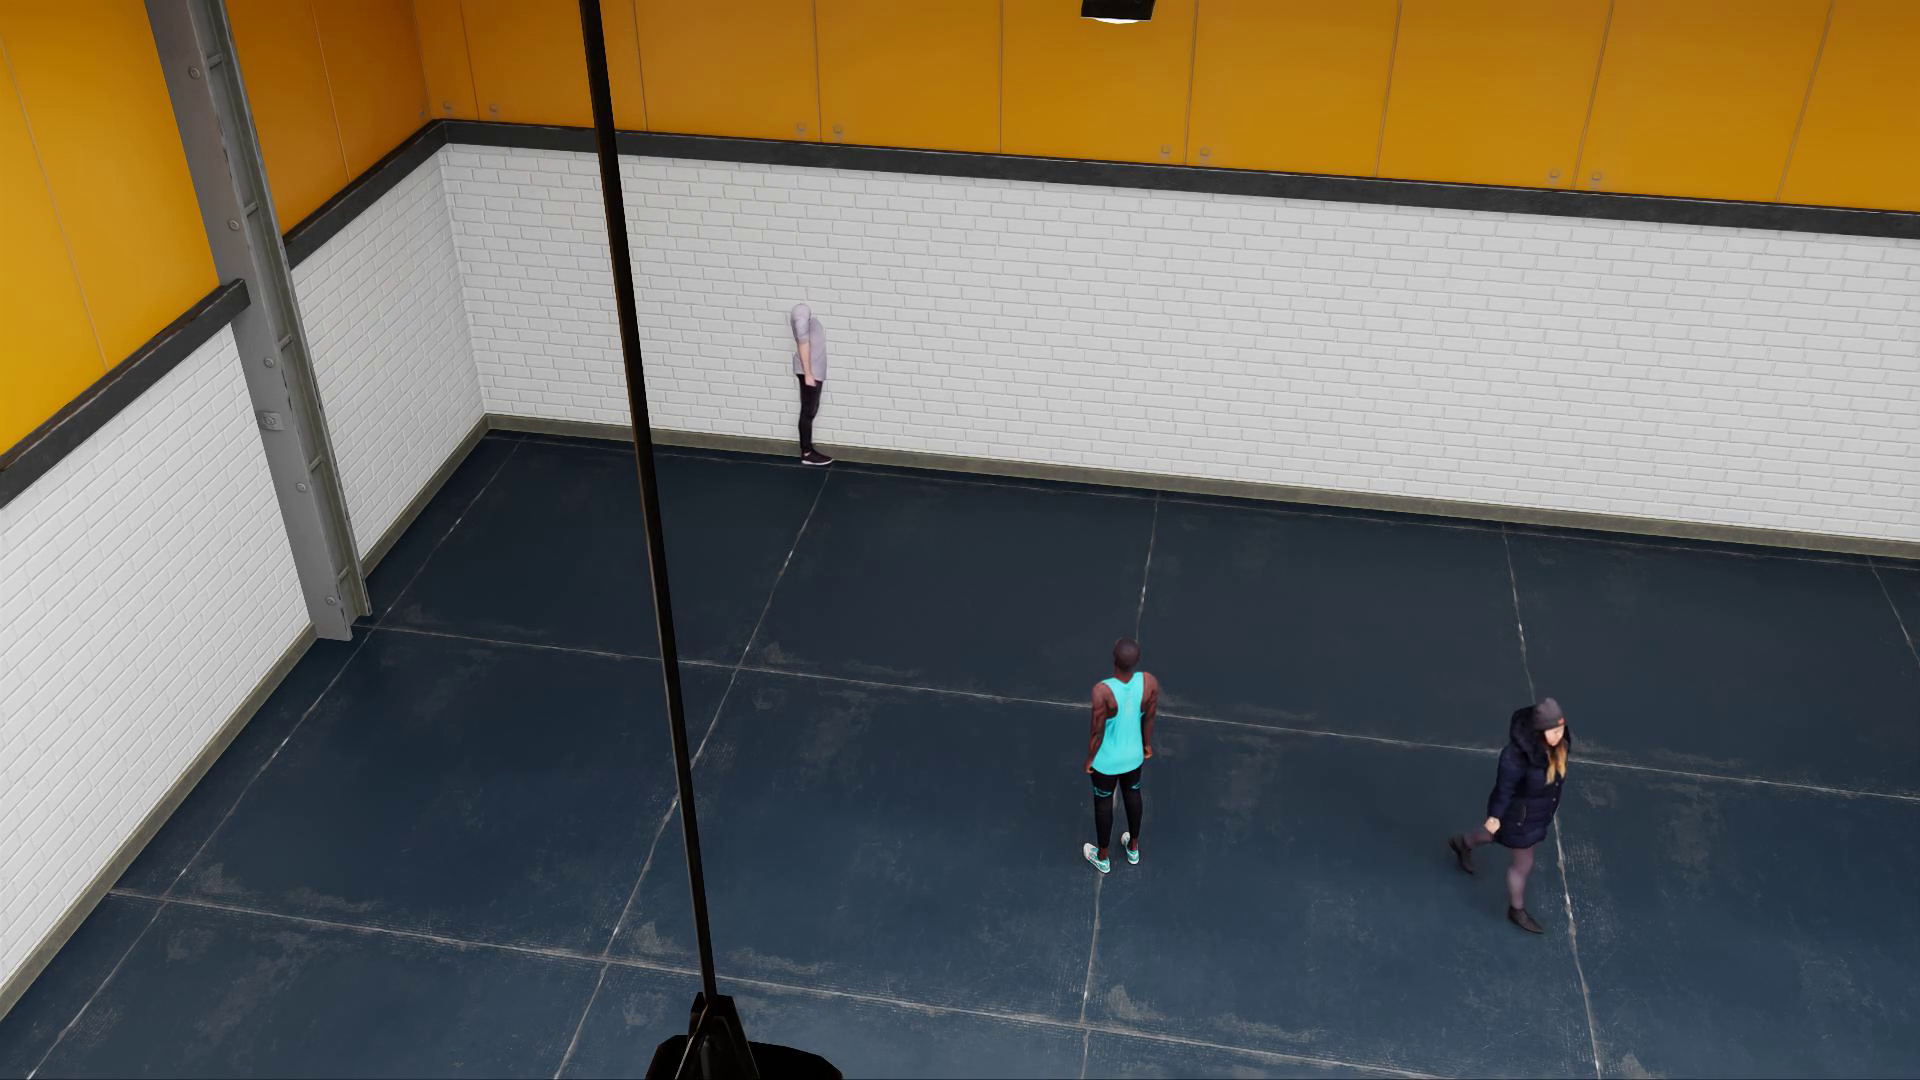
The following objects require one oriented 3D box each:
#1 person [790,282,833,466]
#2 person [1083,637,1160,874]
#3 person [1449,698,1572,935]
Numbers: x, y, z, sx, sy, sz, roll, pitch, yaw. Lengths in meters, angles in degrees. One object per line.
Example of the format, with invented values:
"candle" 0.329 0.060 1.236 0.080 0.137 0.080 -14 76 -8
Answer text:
"person" -1.356 -1.574 15.017 0.753 1.835 0.554 1 34 2
"person" 1.011 1.368 10.613 0.698 1.810 0.693 -11 35 -16
"person" 3.434 1.622 10.379 1.097 1.646 1.147 -22 40 -30
